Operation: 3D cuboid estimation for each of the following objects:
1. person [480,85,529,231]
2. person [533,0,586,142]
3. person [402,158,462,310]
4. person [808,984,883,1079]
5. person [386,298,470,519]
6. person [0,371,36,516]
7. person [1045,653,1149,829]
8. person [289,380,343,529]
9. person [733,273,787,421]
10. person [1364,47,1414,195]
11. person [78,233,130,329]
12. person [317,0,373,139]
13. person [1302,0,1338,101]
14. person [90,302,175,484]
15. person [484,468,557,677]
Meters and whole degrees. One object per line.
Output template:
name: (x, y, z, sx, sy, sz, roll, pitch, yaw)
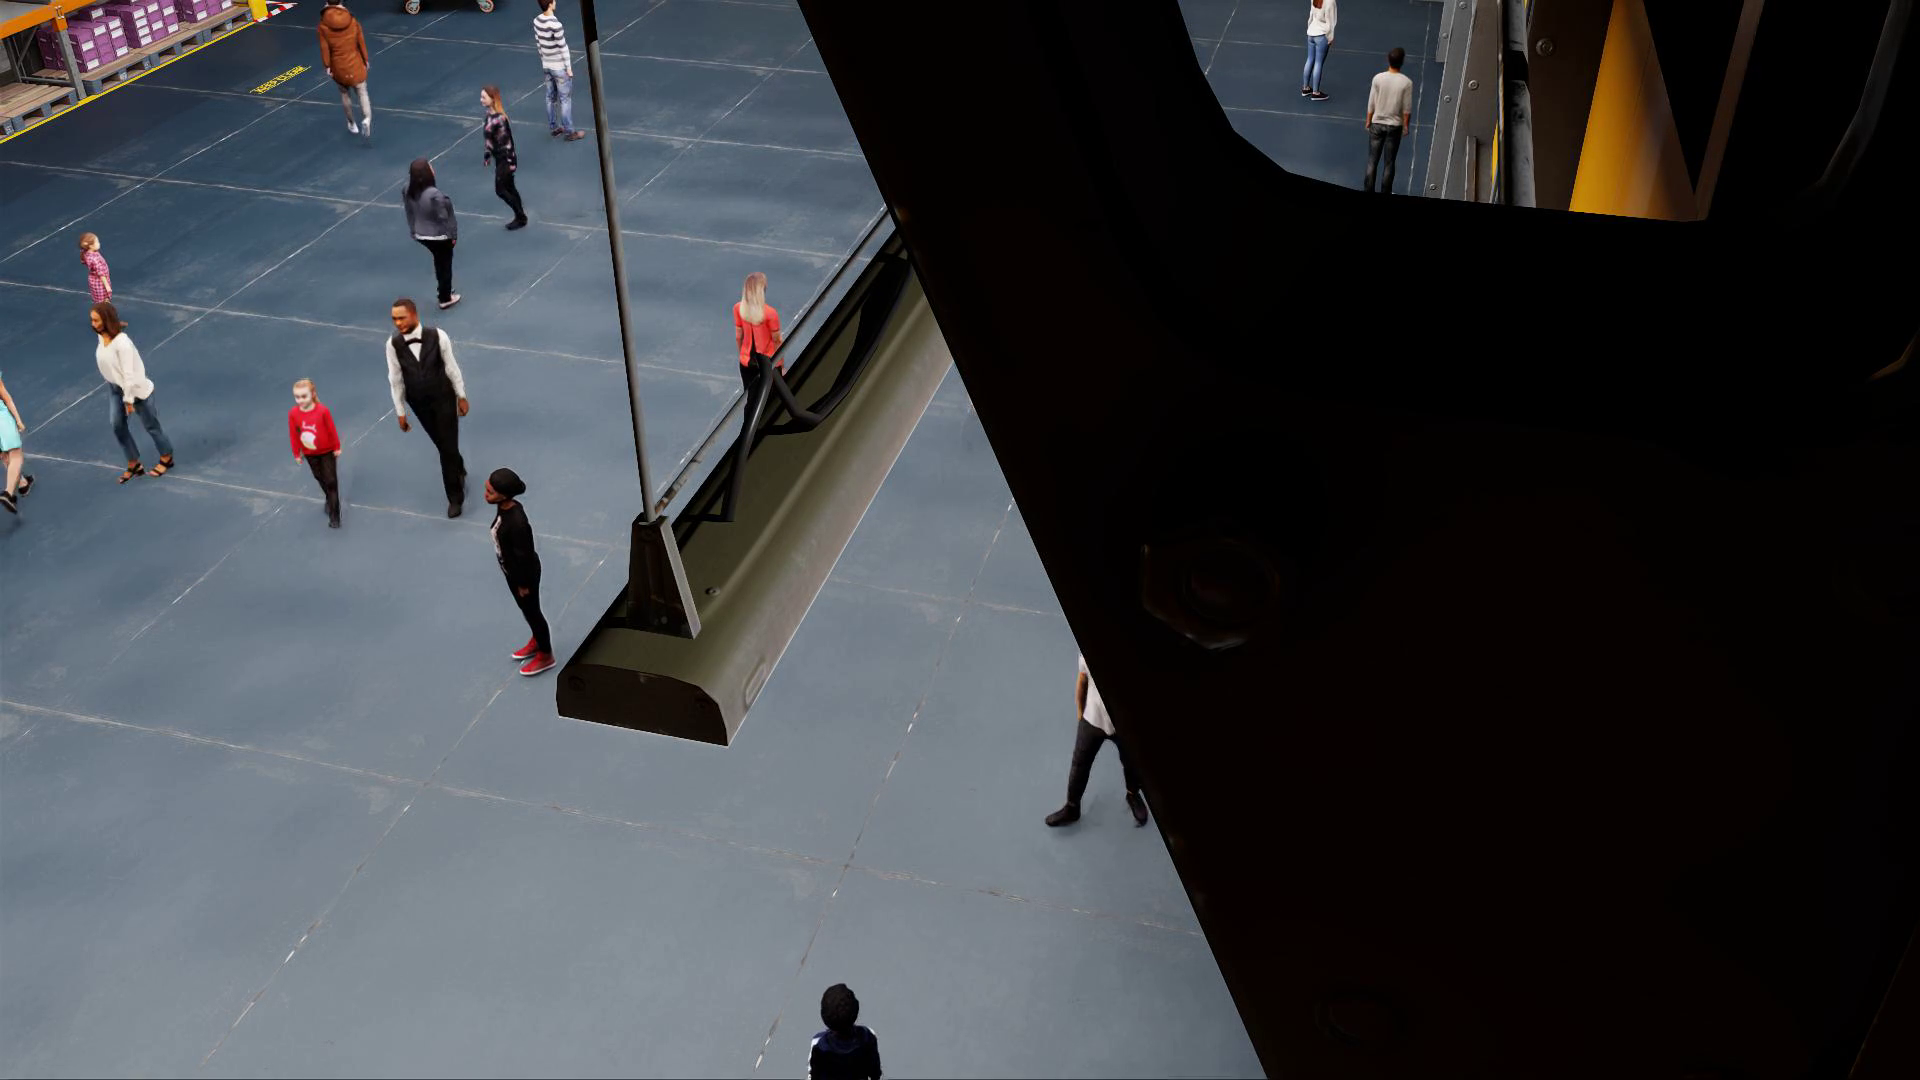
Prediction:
person: (-5.056, -4.311, 18.727, 0.745, 1.670, 0.685, -18, 38, -25)
person: (-5.150, -6.031, 21.148, 0.714, 1.854, 0.661, 21, 39, 29)
person: (-5.421, -3.108, 16.996, 0.748, 1.583, 0.741, 17, 37, 24)
person: (-0.588, 2.793, 8.460, 0.752, 1.204, 0.914, -7, 34, -11)
person: (-4.378, -1.200, 13.859, 0.979, 1.878, 1.249, -4, 34, -6)
person: (-8.003, -0.937, 13.766, 0.797, 1.543, 1.040, -5, 34, -8)
person: (1.005, 1.108, 10.566, 0.811, 1.679, 0.870, 8, 34, 12)
person: (-5.301, -0.767, 13.768, 0.699, 1.257, 0.910, -4, 34, -7)
person: (-1.745, -1.535, 14.529, 0.608, 1.693, 0.551, 12, 35, 17)
person: (4.972, -4.833, 19.384, 0.694, 1.811, 0.592, 14, 36, 20)
person: (-8.680, -2.616, 16.764, 0.495, 1.021, 0.536, 27, 42, 35)
person: (-7.761, -5.983, 21.113, 1.068, 1.814, 1.176, -14, 36, -20)
person: (4.865, -6.825, 22.492, 0.763, 1.689, 0.684, -14, 36, -20)
person: (-6.998, -1.300, 14.199, 0.781, 1.668, 0.845, 23, 40, 30)
person: (-3.140, 0.209, 11.922, 0.712, 1.676, 0.662, -20, 38, -27)
